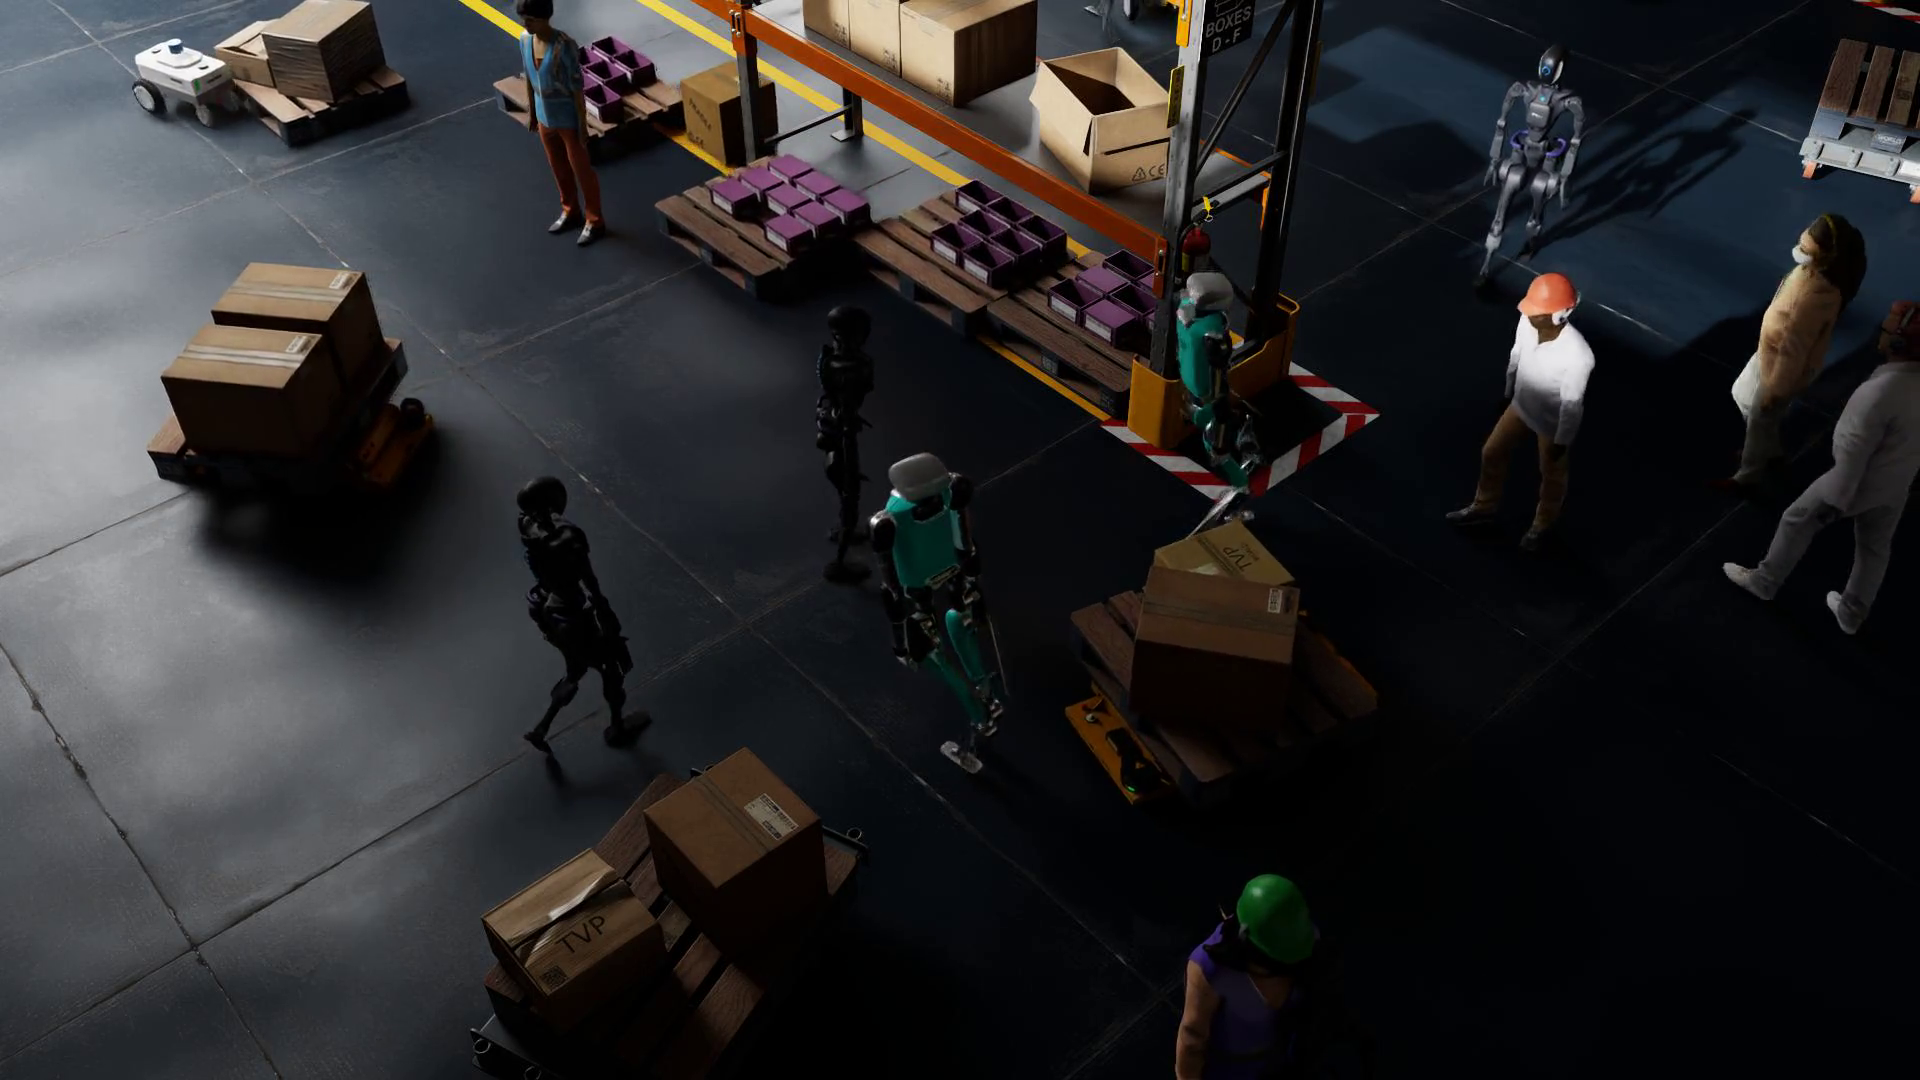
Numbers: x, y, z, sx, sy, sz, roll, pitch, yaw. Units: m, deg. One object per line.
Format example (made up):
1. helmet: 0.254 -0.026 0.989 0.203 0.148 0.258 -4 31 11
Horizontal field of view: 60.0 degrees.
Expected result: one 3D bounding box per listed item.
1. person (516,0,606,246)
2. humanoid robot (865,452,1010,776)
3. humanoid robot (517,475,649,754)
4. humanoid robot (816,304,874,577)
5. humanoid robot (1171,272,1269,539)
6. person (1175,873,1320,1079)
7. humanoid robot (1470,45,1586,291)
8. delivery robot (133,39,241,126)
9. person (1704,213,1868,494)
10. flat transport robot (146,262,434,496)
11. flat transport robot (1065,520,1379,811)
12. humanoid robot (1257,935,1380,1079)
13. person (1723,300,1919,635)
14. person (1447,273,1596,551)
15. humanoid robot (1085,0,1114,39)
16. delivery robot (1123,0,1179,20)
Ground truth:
1. person: -2.671 -2.804 11.046 0.499 1.759 0.339 21 47 22
2. humanoid robot: 0.007 0.490 7.516 0.531 1.824 0.805 -29 50 -28
3. humanoid robot: -1.810 0.394 7.628 0.589 1.633 0.593 30 50 29
4. humanoid robot: -0.595 -0.529 8.635 0.320 1.641 0.610 -3 43 -3
5. humanoid robot: 1.468 -0.651 8.757 0.811 1.808 0.536 -11 44 -12
6. person: 0.985 1.797 5.912 0.531 1.932 0.407 -19 46 -20
7. humanoid robot: 3.697 -2.403 10.711 0.587 1.635 0.792 24 48 24
8. delivery robot: -5.932 -3.538 12.728 0.785 0.589 0.499 22 47 22
9. person: 4.466 -0.960 8.973 0.441 1.857 0.598 13 44 14
10. flat transport robot: -3.907 -0.612 9.761 1.431 0.231 0.659 6 43 6
11. flat transport robot: 1.303 0.792 8.233 1.431 0.231 0.659 -19 46 -20
12. humanoid robot: 1.183 1.971 5.921 0.589 1.659 0.376 22 47 22
13. person: 4.474 -0.361 8.316 0.675 1.865 0.754 -21 46 -21
14. person: 3.023 -0.669 8.754 0.570 1.714 0.562 -16 45 -16
15. humanoid robot: 1.172 -4.895 13.400 0.802 1.844 0.545 30 50 28
16. delivery robot: 1.592 -4.770 14.076 0.499 0.601 0.796 -9 43 -10
